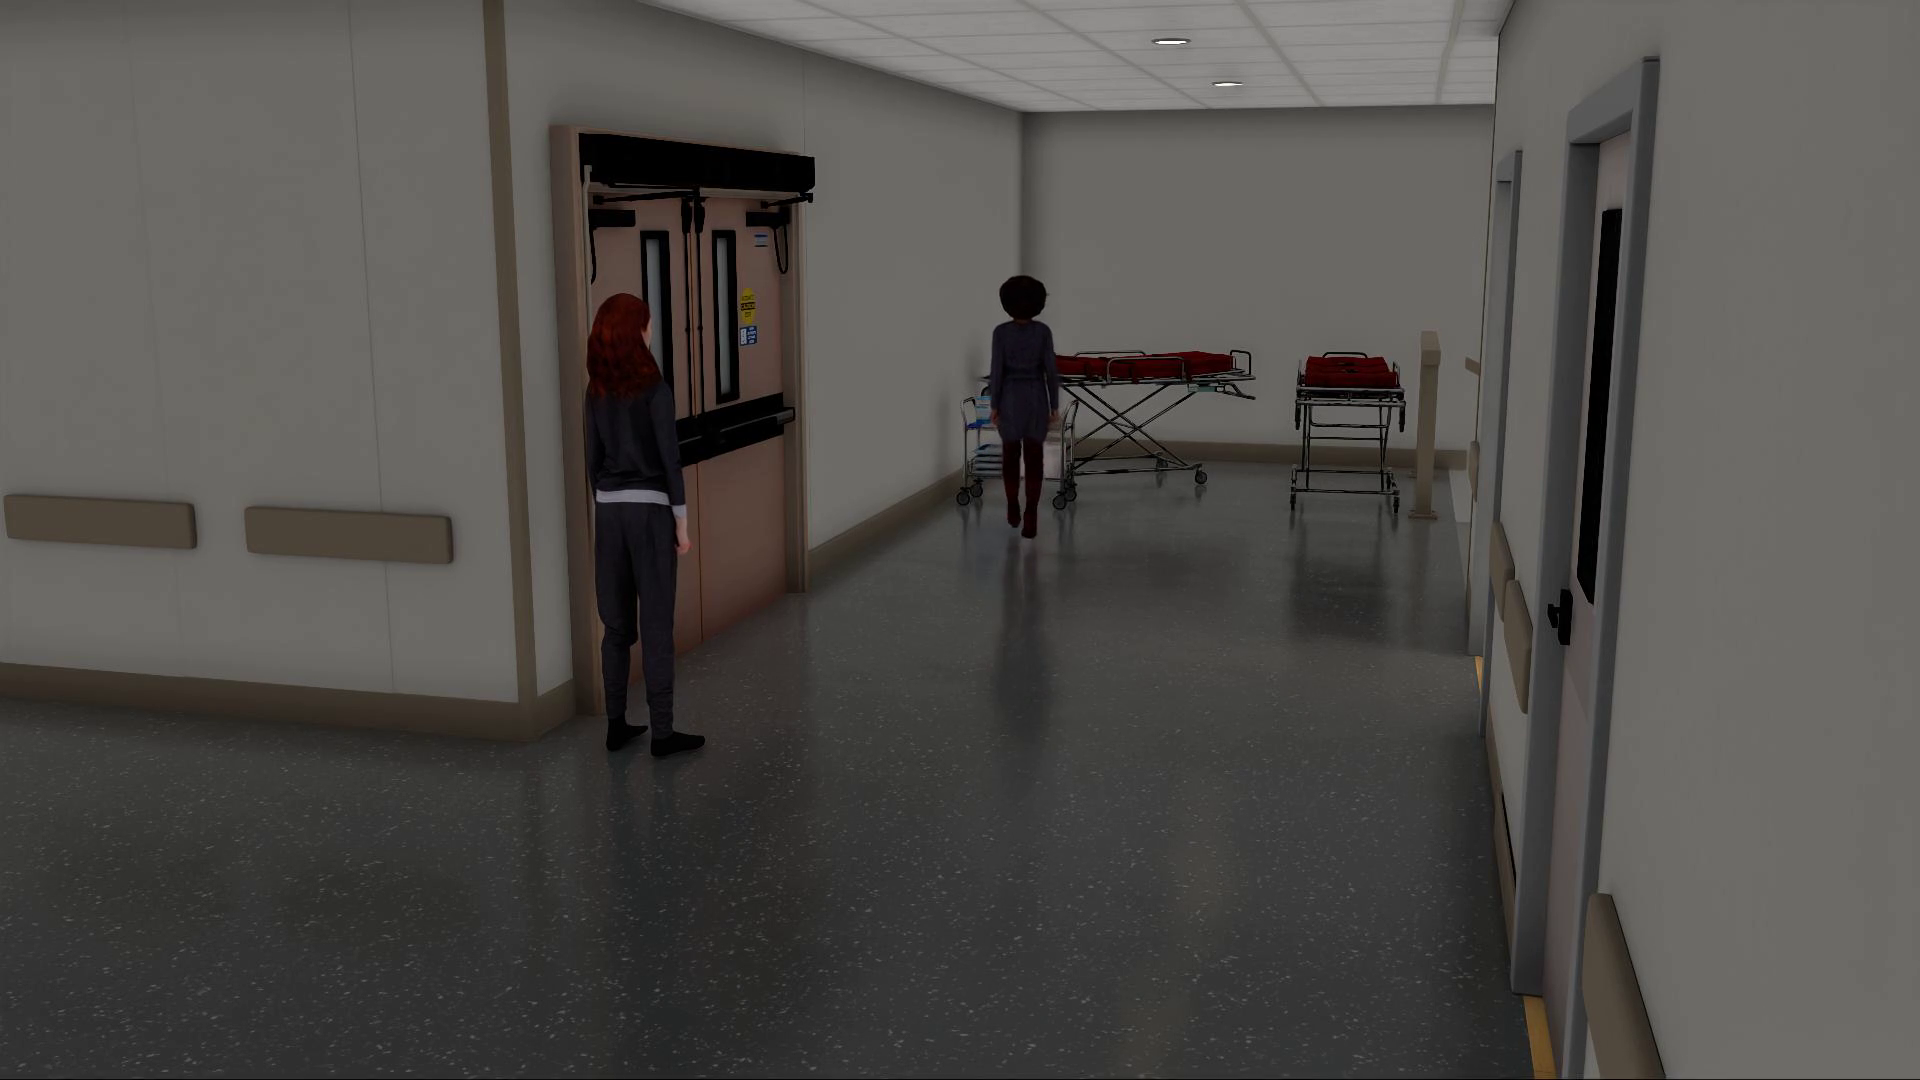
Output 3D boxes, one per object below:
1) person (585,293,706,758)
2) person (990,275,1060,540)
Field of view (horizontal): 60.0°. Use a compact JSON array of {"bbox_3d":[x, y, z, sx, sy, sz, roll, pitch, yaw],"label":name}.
[{"bbox_3d":[-1.241,-0.053,6.379,0.626,1.780,0.588,6,12,29],"label":"person"},{"bbox_3d":[0.416,-0.812,10.670,0.706,1.671,1.089,1,11,6],"label":"person"}]
